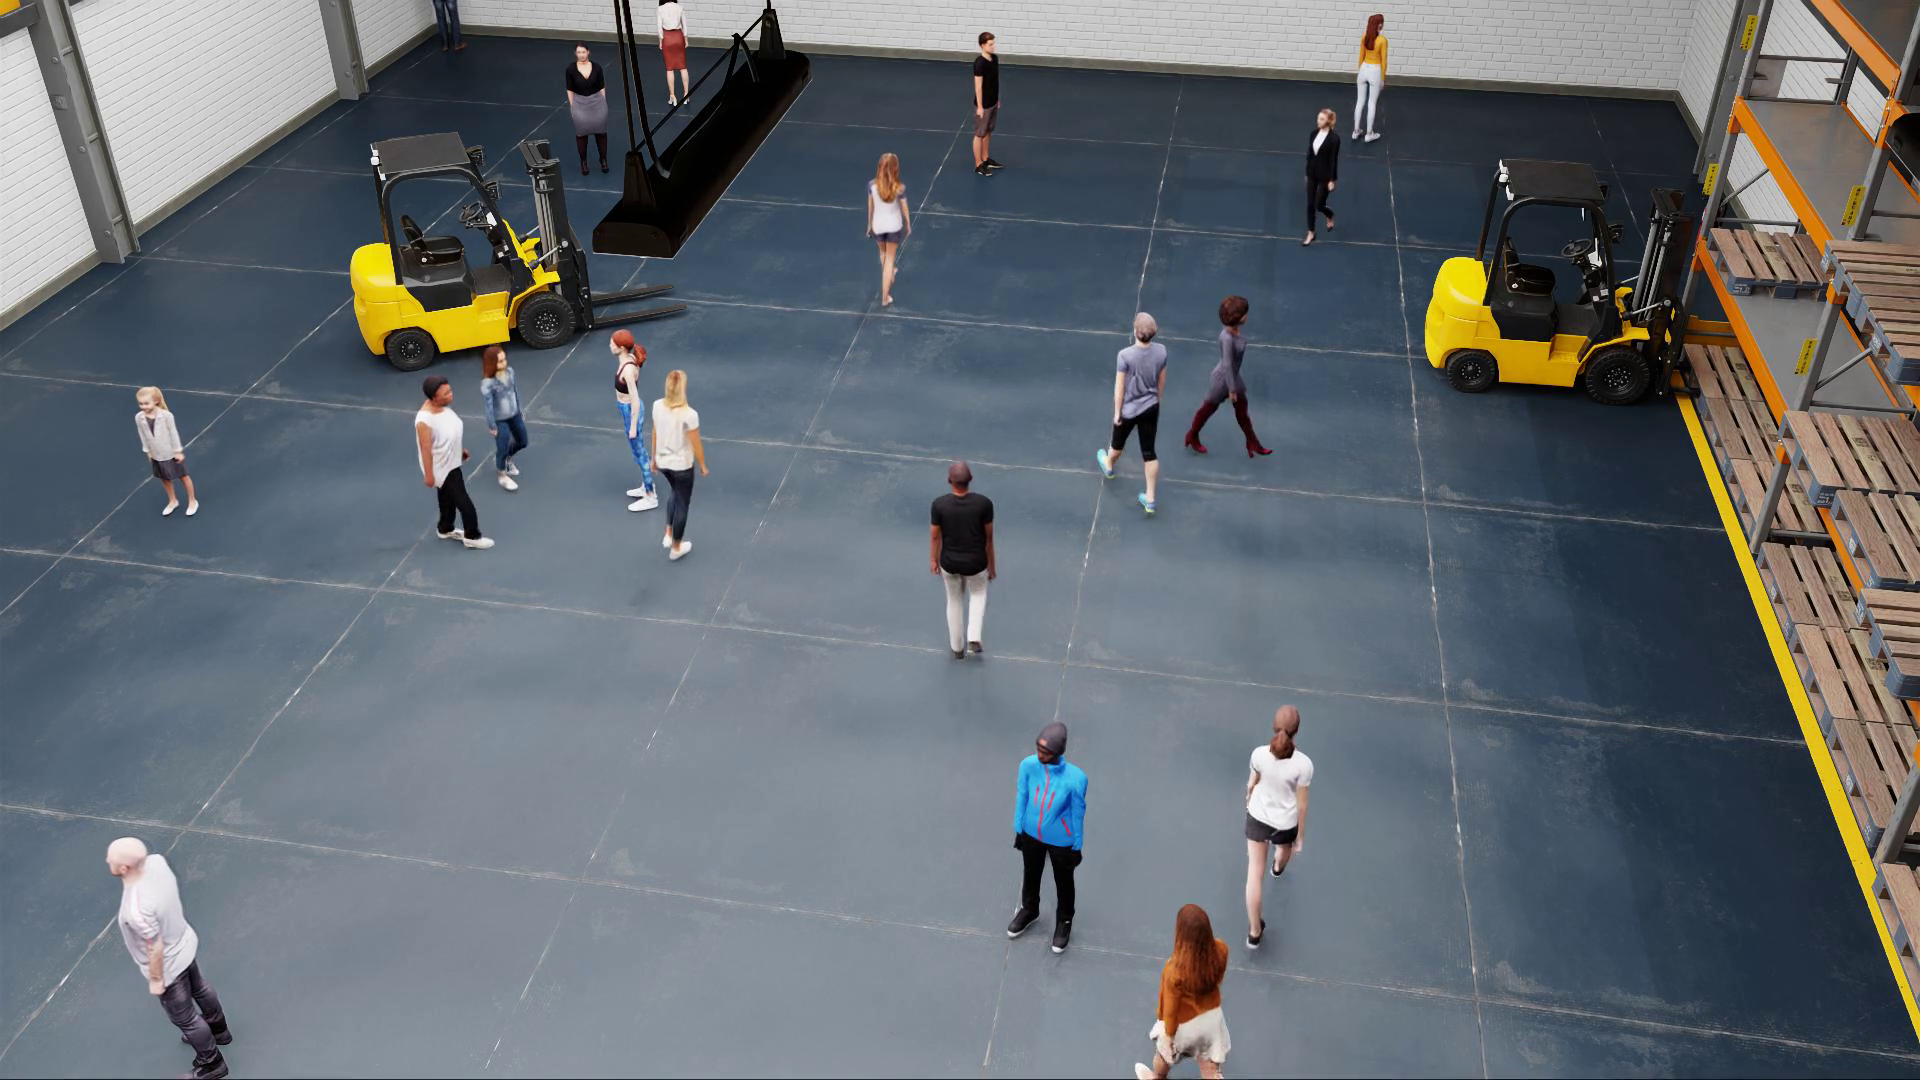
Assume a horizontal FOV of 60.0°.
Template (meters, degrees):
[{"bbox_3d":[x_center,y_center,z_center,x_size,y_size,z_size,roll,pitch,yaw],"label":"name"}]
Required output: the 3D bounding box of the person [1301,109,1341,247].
[{"bbox_3d":[4.383,-4.359,20.011,0.938,1.689,0.863,-26,41,-33],"label":"person"}]

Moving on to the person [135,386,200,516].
[{"bbox_3d":[-7.199,-0.815,15.052,0.545,1.275,0.566,-1,34,-1],"label":"person"}]

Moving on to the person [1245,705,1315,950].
[{"bbox_3d":[1.977,1.876,10.619,0.622,1.702,1.135,9,35,14],"label":"person"}]

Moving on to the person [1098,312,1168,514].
[{"bbox_3d":[1.648,-1.105,14.984,1.042,1.834,1.310,-9,35,-13],"label":"person"}]

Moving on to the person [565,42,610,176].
[{"bbox_3d":[-4.916,-5.712,21.982,0.769,1.760,0.782,-11,35,-16],"label":"person"}]

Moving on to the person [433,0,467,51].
[{"bbox_3d":[-8.252,-8.763,26.475,0.710,1.867,0.714,1,34,1],"label":"person"}]

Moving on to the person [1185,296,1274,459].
[{"bbox_3d":[2.424,-1.511,15.746,0.820,1.668,1.071,13,36,18],"label":"person"}]

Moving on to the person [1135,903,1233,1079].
[{"bbox_3d":[1.363,2.758,9.305,1.020,1.687,1.187,-15,36,-21],"label":"person"}]

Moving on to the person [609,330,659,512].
[{"bbox_3d":[-2.951,-1.086,15.001,0.703,1.784,0.600,-6,34,-9],"label":"person"}]

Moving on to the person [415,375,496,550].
[{"bbox_3d":[-4.555,-0.682,14.497,0.796,1.670,0.772,0,34,1],"label":"person"}]

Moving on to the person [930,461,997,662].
[{"bbox_3d":[0.030,0.236,13.008,0.728,1.789,0.726,1,34,1],"label":"person"}]

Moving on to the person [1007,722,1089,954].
[{"bbox_3d":[0.580,1.855,10.565,0.662,1.797,0.610,14,36,20],"label":"person"}]

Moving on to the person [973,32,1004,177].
[{"bbox_3d":[0.337,-5.807,22.035,0.807,1.860,0.638,16,37,23],"label":"person"}]

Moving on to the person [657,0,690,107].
[{"bbox_3d":[-4.180,-7.230,24.274,0.672,1.751,0.678,-12,35,-17],"label":"person"}]

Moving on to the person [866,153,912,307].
[{"bbox_3d":[-0.842,-3.435,18.620,0.688,1.689,1.025,9,35,14],"label":"person"}]

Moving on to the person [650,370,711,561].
[{"bbox_3d":[-2.478,-0.580,14.233,0.704,1.791,0.697,15,36,21],"label":"person"}]

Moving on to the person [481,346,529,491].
[{"bbox_3d":[-4.242,-1.147,15.384,0.717,1.462,0.636,17,37,24],"label":"person"}]

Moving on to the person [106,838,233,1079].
[{"bbox_3d":[-4.603,2.424,9.678,0.799,1.831,0.645,-6,34,-9],"label":"person"}]

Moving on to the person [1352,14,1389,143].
[{"bbox_3d":[5.683,-6.416,23.049,0.681,1.750,0.716,27,42,34],"label":"person"}]
